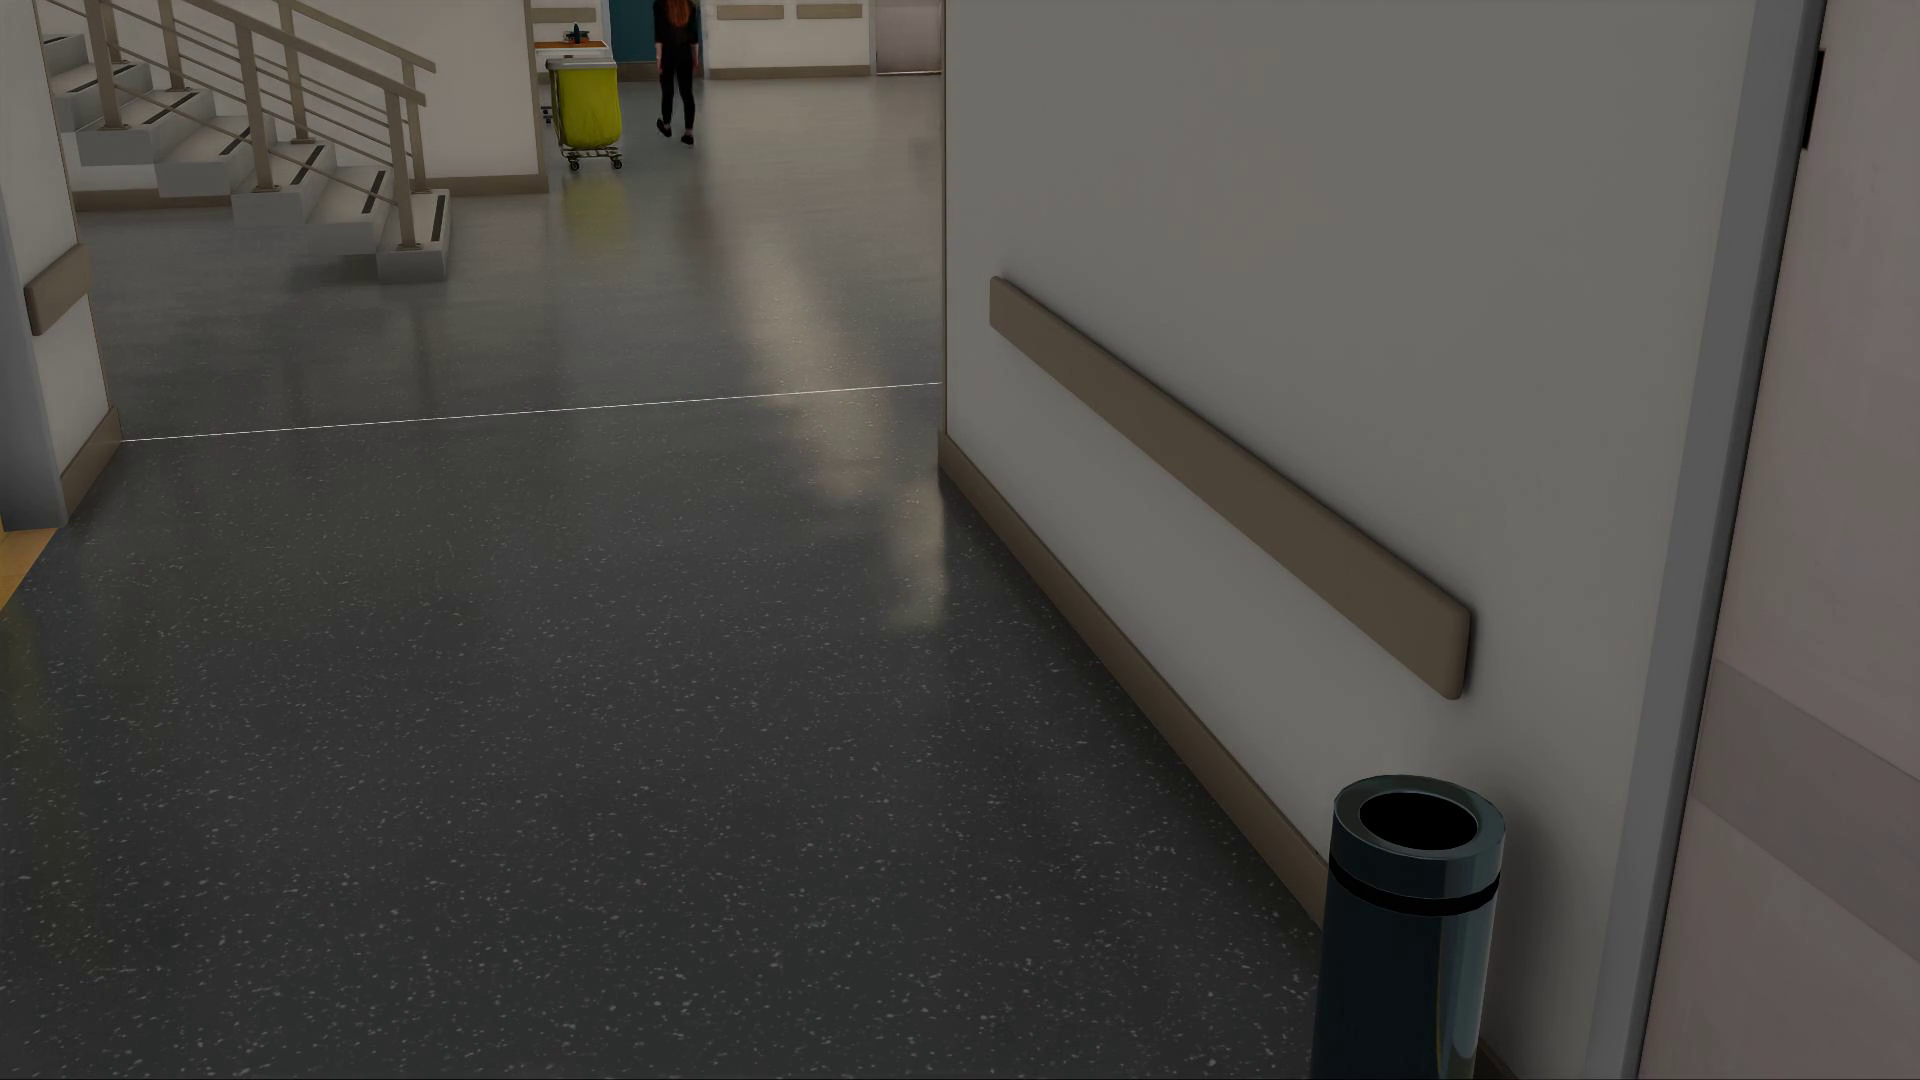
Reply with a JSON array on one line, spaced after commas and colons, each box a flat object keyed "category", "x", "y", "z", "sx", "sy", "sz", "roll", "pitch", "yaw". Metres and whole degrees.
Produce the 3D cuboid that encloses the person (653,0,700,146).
[{"category": "person", "x": -2.773, "y": -4.734, "z": 16.431, "sx": 1.095, "sy": 1.668, "sz": 0.813, "roll": -9, "pitch": 23, "yaw": -22}]
